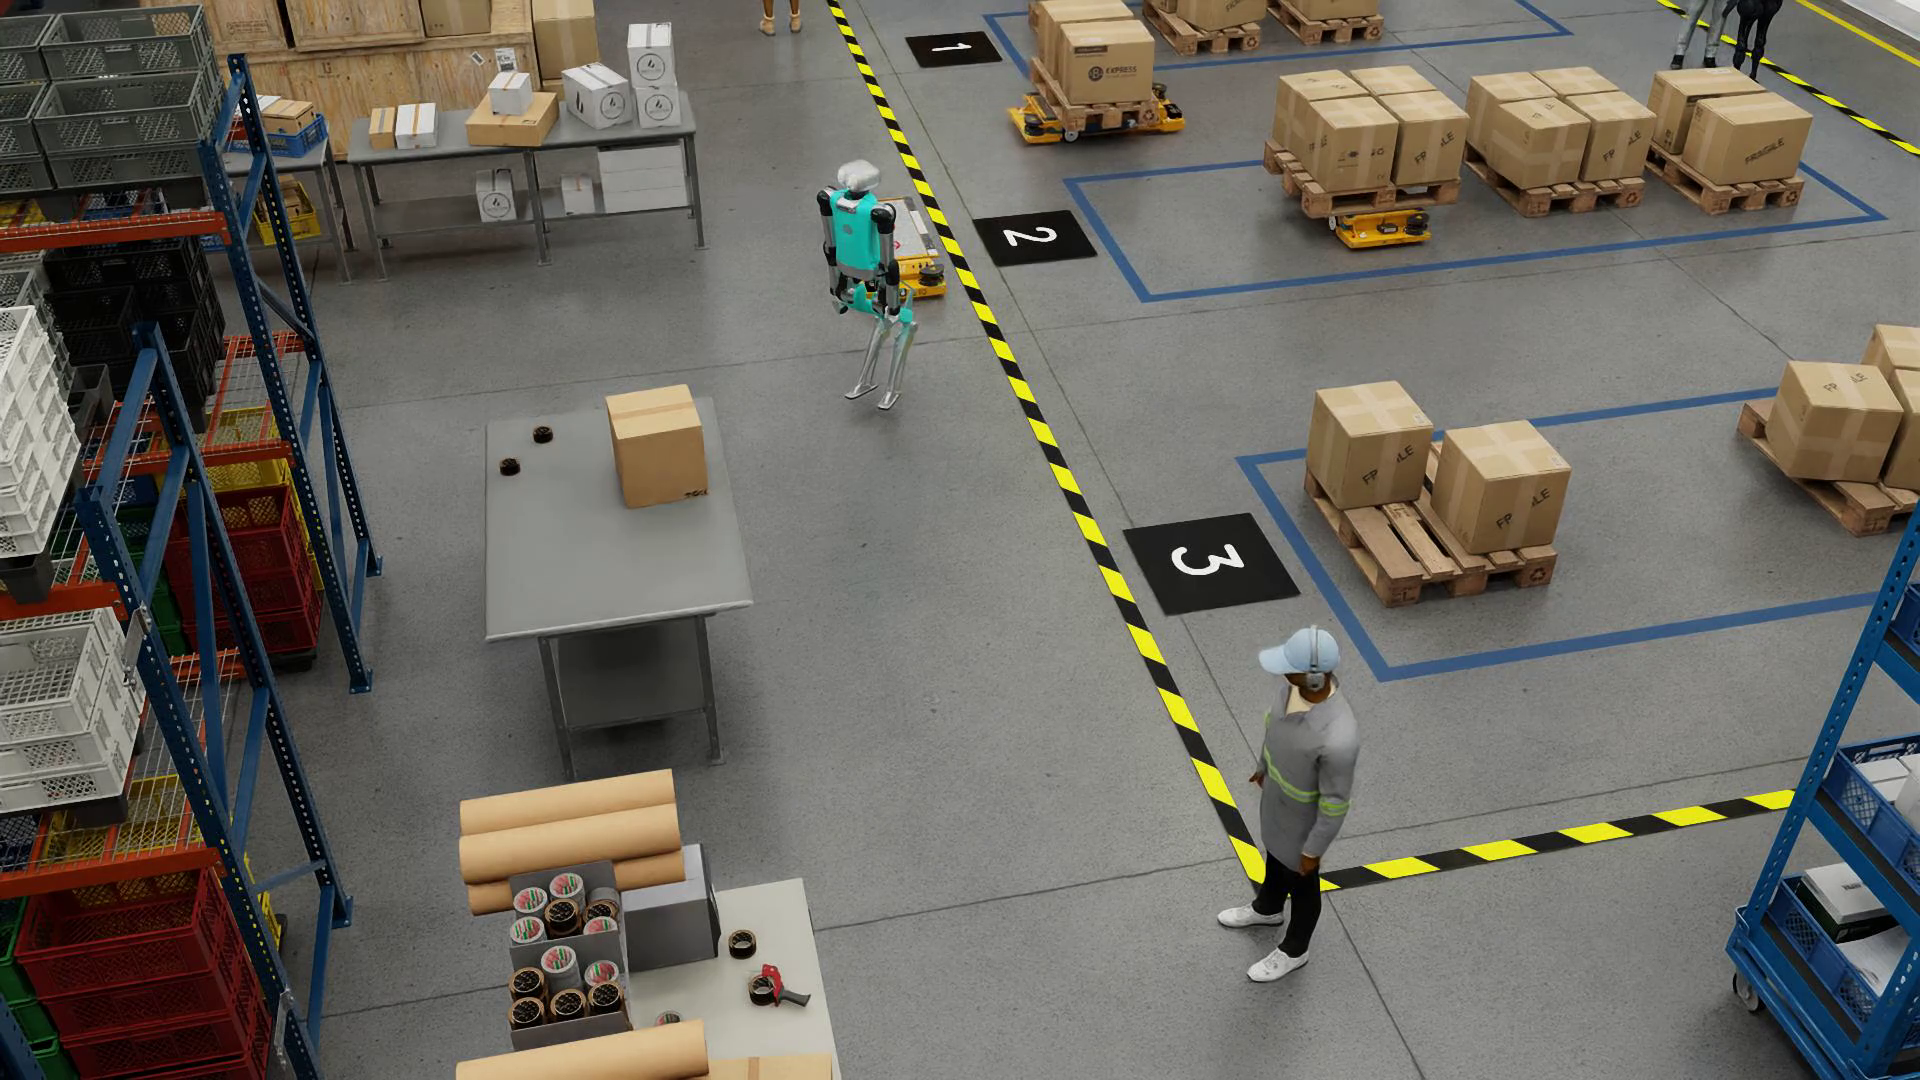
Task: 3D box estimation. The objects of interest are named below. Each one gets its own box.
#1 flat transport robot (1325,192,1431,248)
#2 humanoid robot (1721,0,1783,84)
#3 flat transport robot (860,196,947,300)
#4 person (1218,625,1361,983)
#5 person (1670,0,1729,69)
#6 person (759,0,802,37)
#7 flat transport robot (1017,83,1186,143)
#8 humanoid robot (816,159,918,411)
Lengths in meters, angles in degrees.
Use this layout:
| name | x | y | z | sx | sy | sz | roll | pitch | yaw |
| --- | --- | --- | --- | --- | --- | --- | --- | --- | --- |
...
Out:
| name | x | y | z | sx | sy | sz | roll | pitch | yaw |
| --- | --- | --- | --- | --- | --- | --- | --- | --- | --- |
| flat transport robot | 3.134 | -2.740 | 13.213 | 0.652 | 0.197 | 1.431 | -8 | 37 | -10 |
| humanoid robot | 7.176 | -4.891 | 14.938 | 0.599 | 1.653 | 0.315 | -14 | 39 | -19 |
| flat transport robot | -0.570 | -2.220 | 12.538 | 0.659 | 0.231 | 1.431 | -8 | 37 | -10 |
| person | 1.342 | 1.072 | 6.790 | 0.396 | 1.849 | 0.587 | -8 | 37 | -10 |
| person | 6.983 | -5.224 | 15.264 | 0.598 | 1.830 | 0.403 | 8 | 37 | 11 |
| person | -1.792 | -5.891 | 15.987 | 0.613 | 2.040 | 0.376 | -11 | 38 | -14 |
| flat transport robot | 1.199 | -3.752 | 14.574 | 1.431 | 0.197 | 0.652 | -8 | 37 | -10 |
| humanoid robot | -0.489 | -1.634 | 10.410 | 0.533 | 1.673 | 0.735 | 21 | 42 | 26 |
